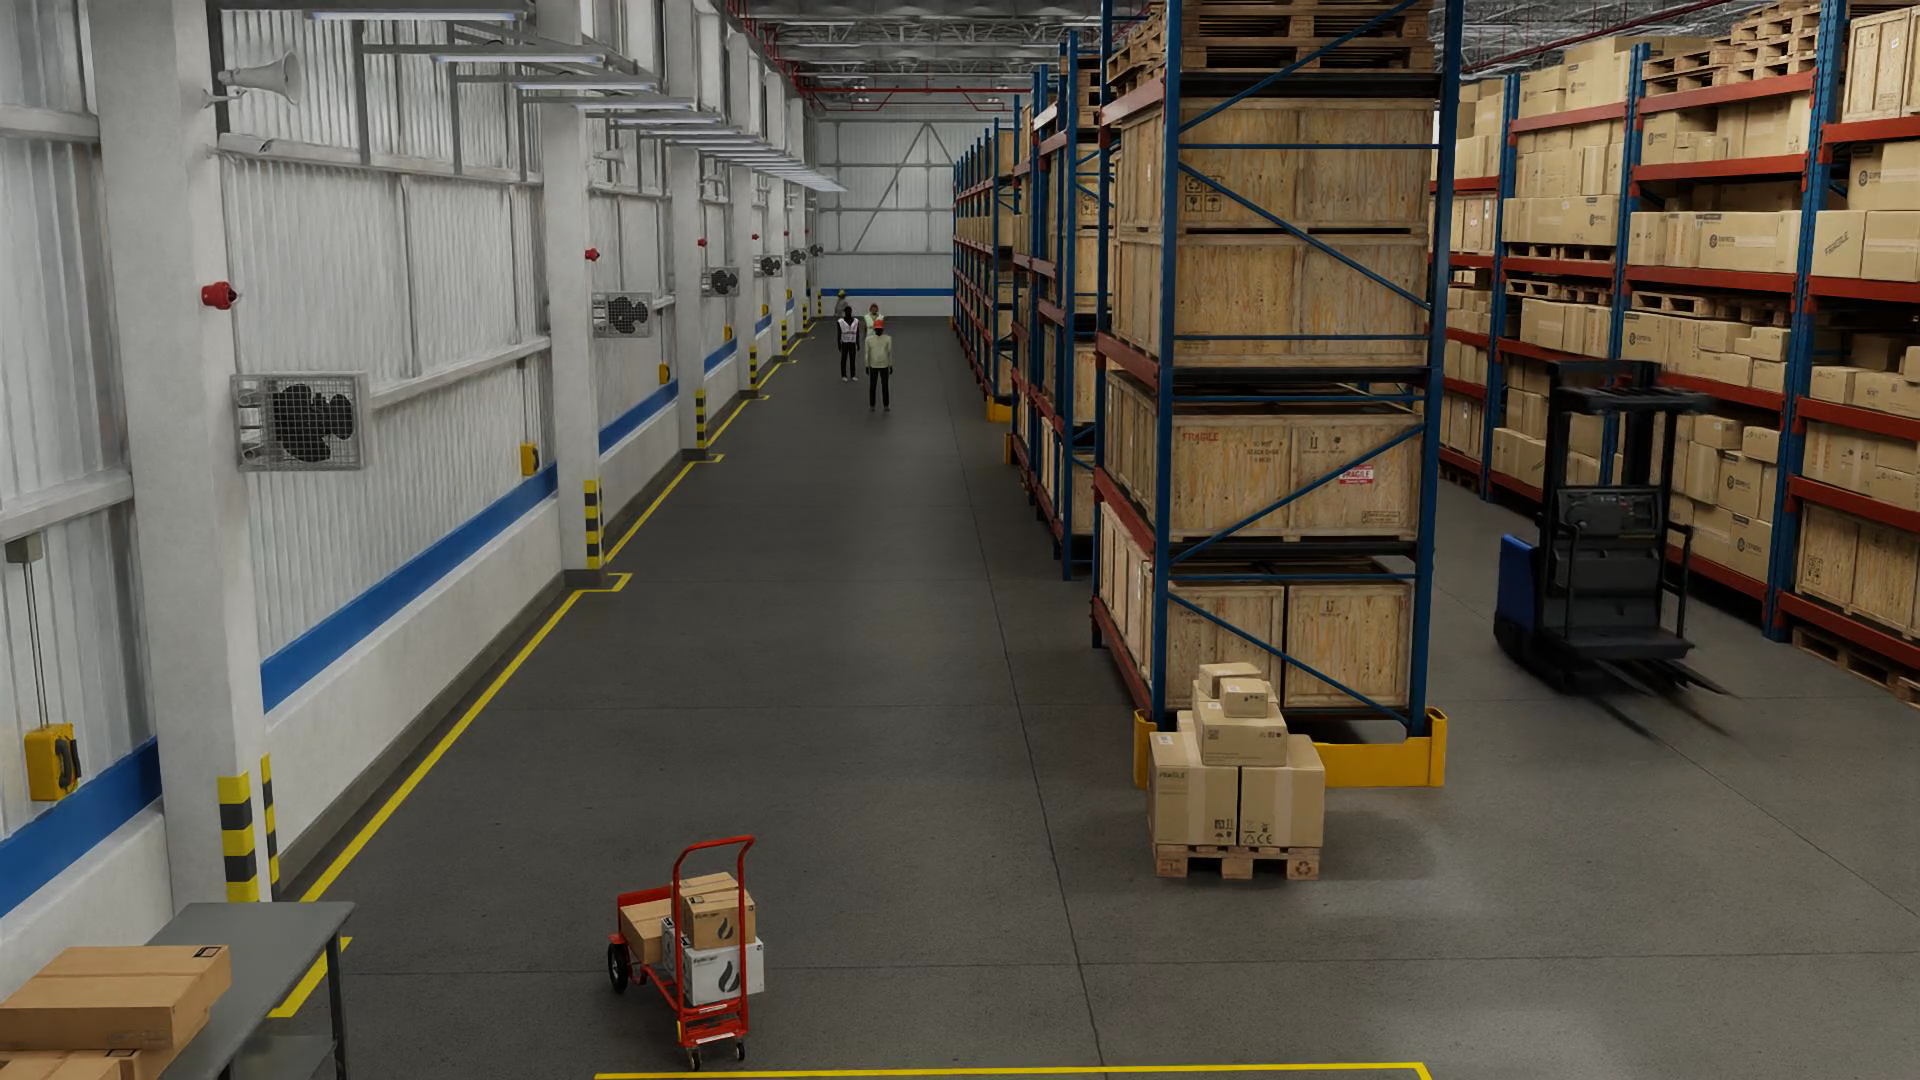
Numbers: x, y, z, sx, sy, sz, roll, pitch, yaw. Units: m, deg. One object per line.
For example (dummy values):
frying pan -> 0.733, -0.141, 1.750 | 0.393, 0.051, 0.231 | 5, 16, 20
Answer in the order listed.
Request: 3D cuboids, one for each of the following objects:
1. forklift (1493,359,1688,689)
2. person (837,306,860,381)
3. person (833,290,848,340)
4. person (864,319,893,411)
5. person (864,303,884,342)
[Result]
forklift -> 5.731, -0.238, 15.089 | 1.129, 2.768, 1.873 | 0, 11, -2
person -> -2.849, -5.016, 42.477 | 0.588, 1.913, 0.398 | -5, 12, -24
person -> -4.065, -7.741, 57.196 | 0.479, 1.696, 0.849 | 10, 15, 41
person -> -1.740, -3.742, 35.661 | 0.618, 1.986, 0.409 | -2, 11, -9
person -> -2.355, -5.574, 45.606 | 0.564, 1.830, 0.474 | -1, 11, -7
